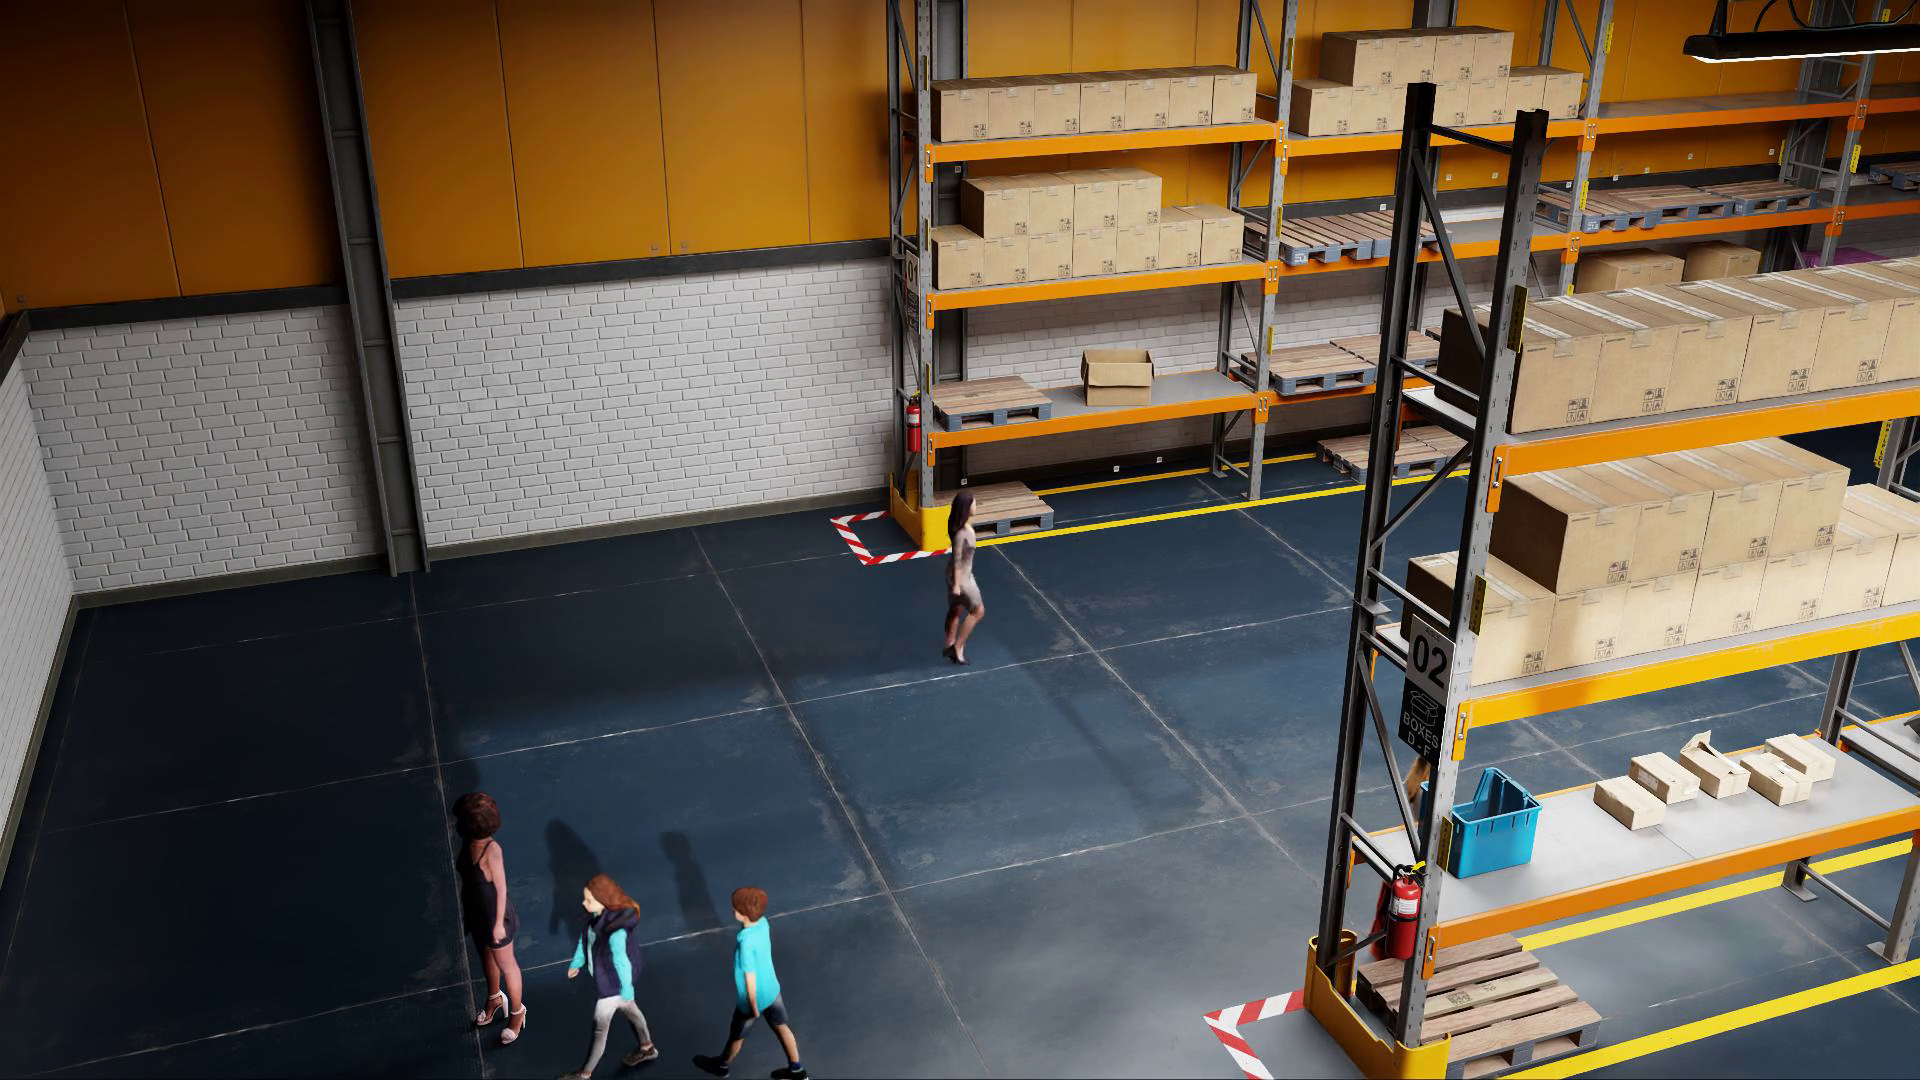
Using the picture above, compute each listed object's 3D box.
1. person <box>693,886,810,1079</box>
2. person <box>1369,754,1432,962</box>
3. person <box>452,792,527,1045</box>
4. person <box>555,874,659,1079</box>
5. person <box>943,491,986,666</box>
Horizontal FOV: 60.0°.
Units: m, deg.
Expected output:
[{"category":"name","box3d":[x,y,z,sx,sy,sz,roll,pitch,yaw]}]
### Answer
[{"category":"person","box3d":[-1.168,2.752,10.133,1.022,1.409,0.873,6,24,13]},{"category":"person","box3d":[3.051,2.081,11.183,0.762,1.799,0.730,3,24,7]},{"category":"person","box3d":[-2.980,2.371,10.531,0.643,1.790,0.670,19,30,37]},{"category":"person","box3d":[-2.078,2.665,10.260,0.915,1.469,0.627,-11,26,-24]},{"category":"person","box3d":[-0.078,0.370,15.179,0.655,1.734,0.648,-3,24,-7]}]
